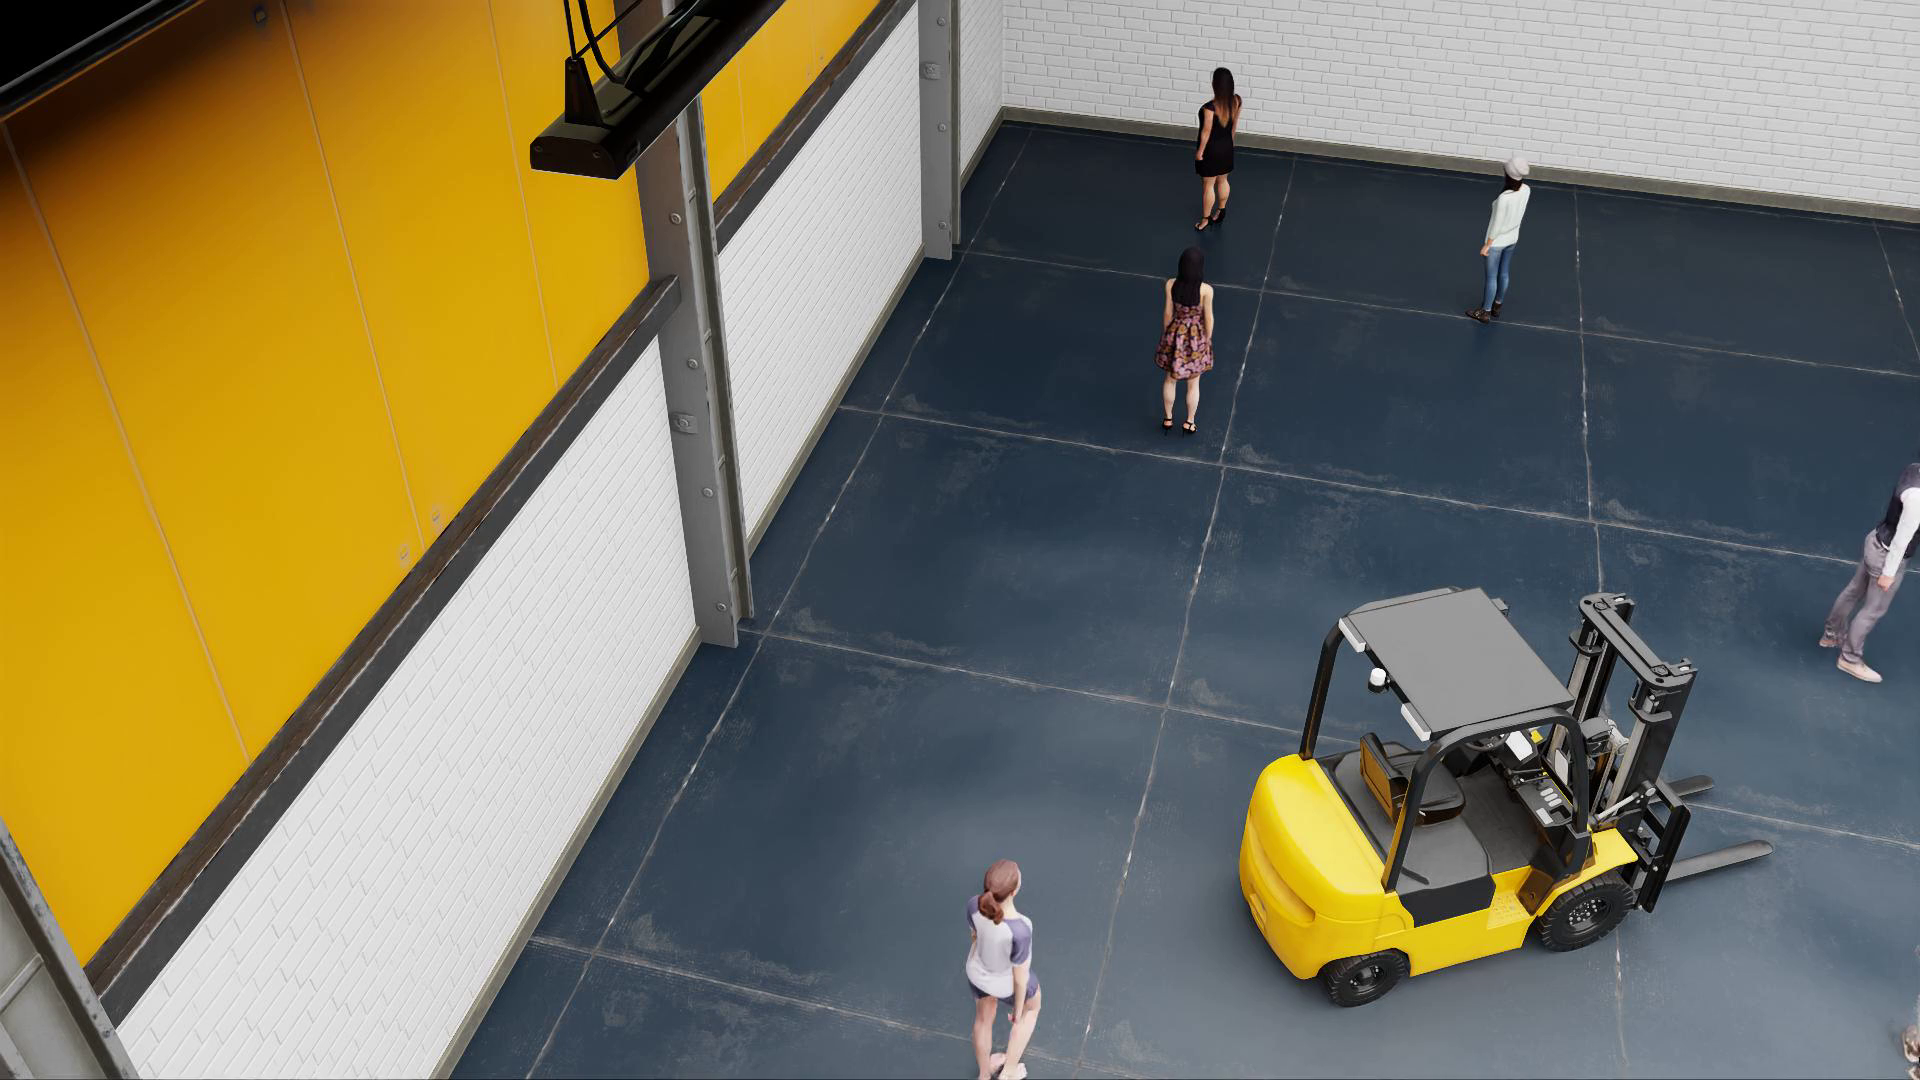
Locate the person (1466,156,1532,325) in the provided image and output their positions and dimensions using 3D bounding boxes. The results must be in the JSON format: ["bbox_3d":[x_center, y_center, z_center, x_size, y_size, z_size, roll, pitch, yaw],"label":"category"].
[{"bbox_3d":[5.020,-2.793,15.394,0.618,1.653,0.702,-25,45,-28],"label":"person"}]

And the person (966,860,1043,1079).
[{"bbox_3d":[0.159,2.373,8.845,0.657,1.754,0.705,23,44,26],"label":"person"}]

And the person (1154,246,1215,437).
[{"bbox_3d":[1.879,-1.643,13.855,0.681,1.776,0.686,13,40,16],"label":"person"}]

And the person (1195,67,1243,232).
[{"bbox_3d":[2.592,-3.928,16.763,0.726,1.718,0.812,-27,46,-29],"label":"person"}]

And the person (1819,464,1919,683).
[{"bbox_3d":[6.438,0.072,11.583,0.821,1.932,0.688,13,41,16],"label":"person"}]
